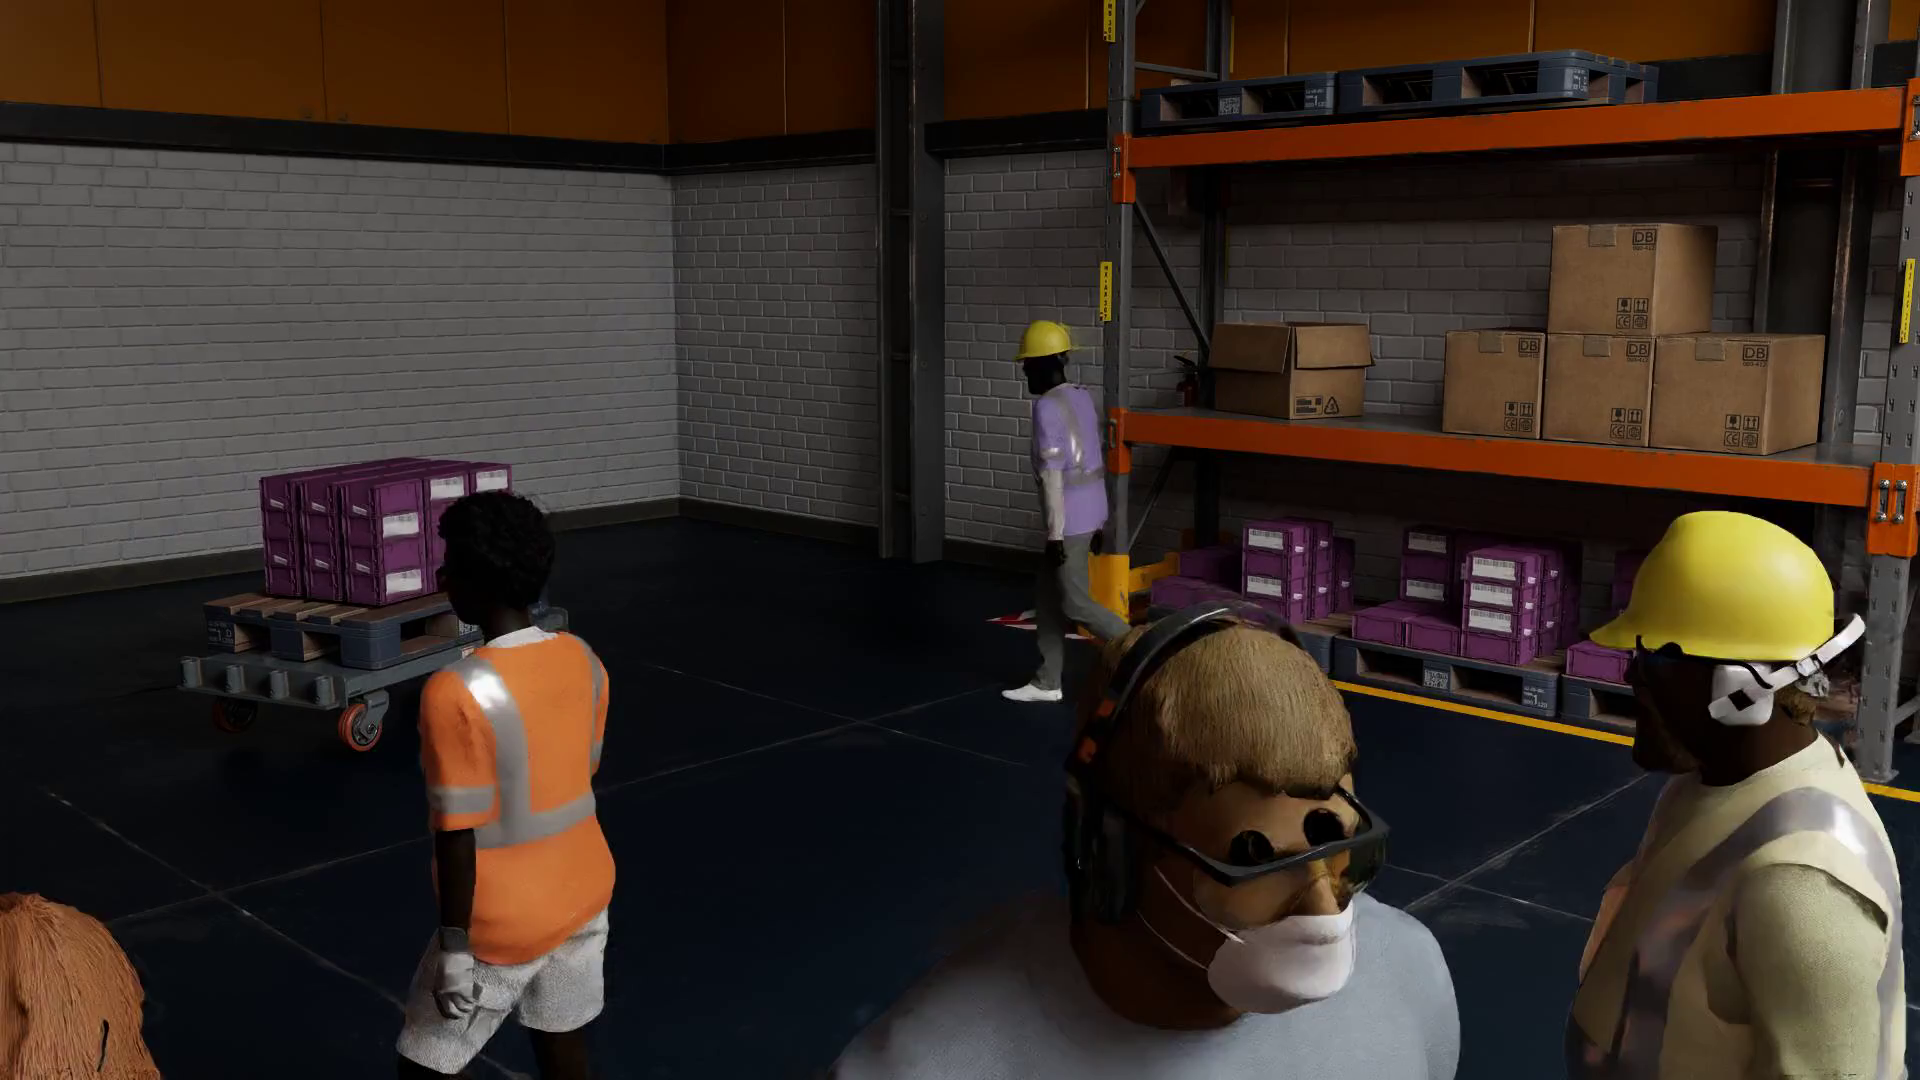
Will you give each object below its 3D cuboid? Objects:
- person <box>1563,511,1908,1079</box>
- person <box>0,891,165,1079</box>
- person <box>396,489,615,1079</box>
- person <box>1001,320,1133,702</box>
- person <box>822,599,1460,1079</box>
[{"bbox_3d":[0.985,0.862,2.241,0.494,1.815,0.602,4,10,23],"label":"person"},{"bbox_3d":[-0.665,1.096,1.386,0.542,1.607,0.527,7,12,36],"label":"person"},{"bbox_3d":[-0.901,0.740,3.345,0.371,1.683,0.557,4,10,21],"label":"person"},{"bbox_3d":[0.620,-0.105,7.950,0.821,1.887,0.598,3,10,17],"label":"person"},{"bbox_3d":[0.084,0.940,1.554,0.649,1.897,0.767,-6,11,-33],"label":"person"}]
